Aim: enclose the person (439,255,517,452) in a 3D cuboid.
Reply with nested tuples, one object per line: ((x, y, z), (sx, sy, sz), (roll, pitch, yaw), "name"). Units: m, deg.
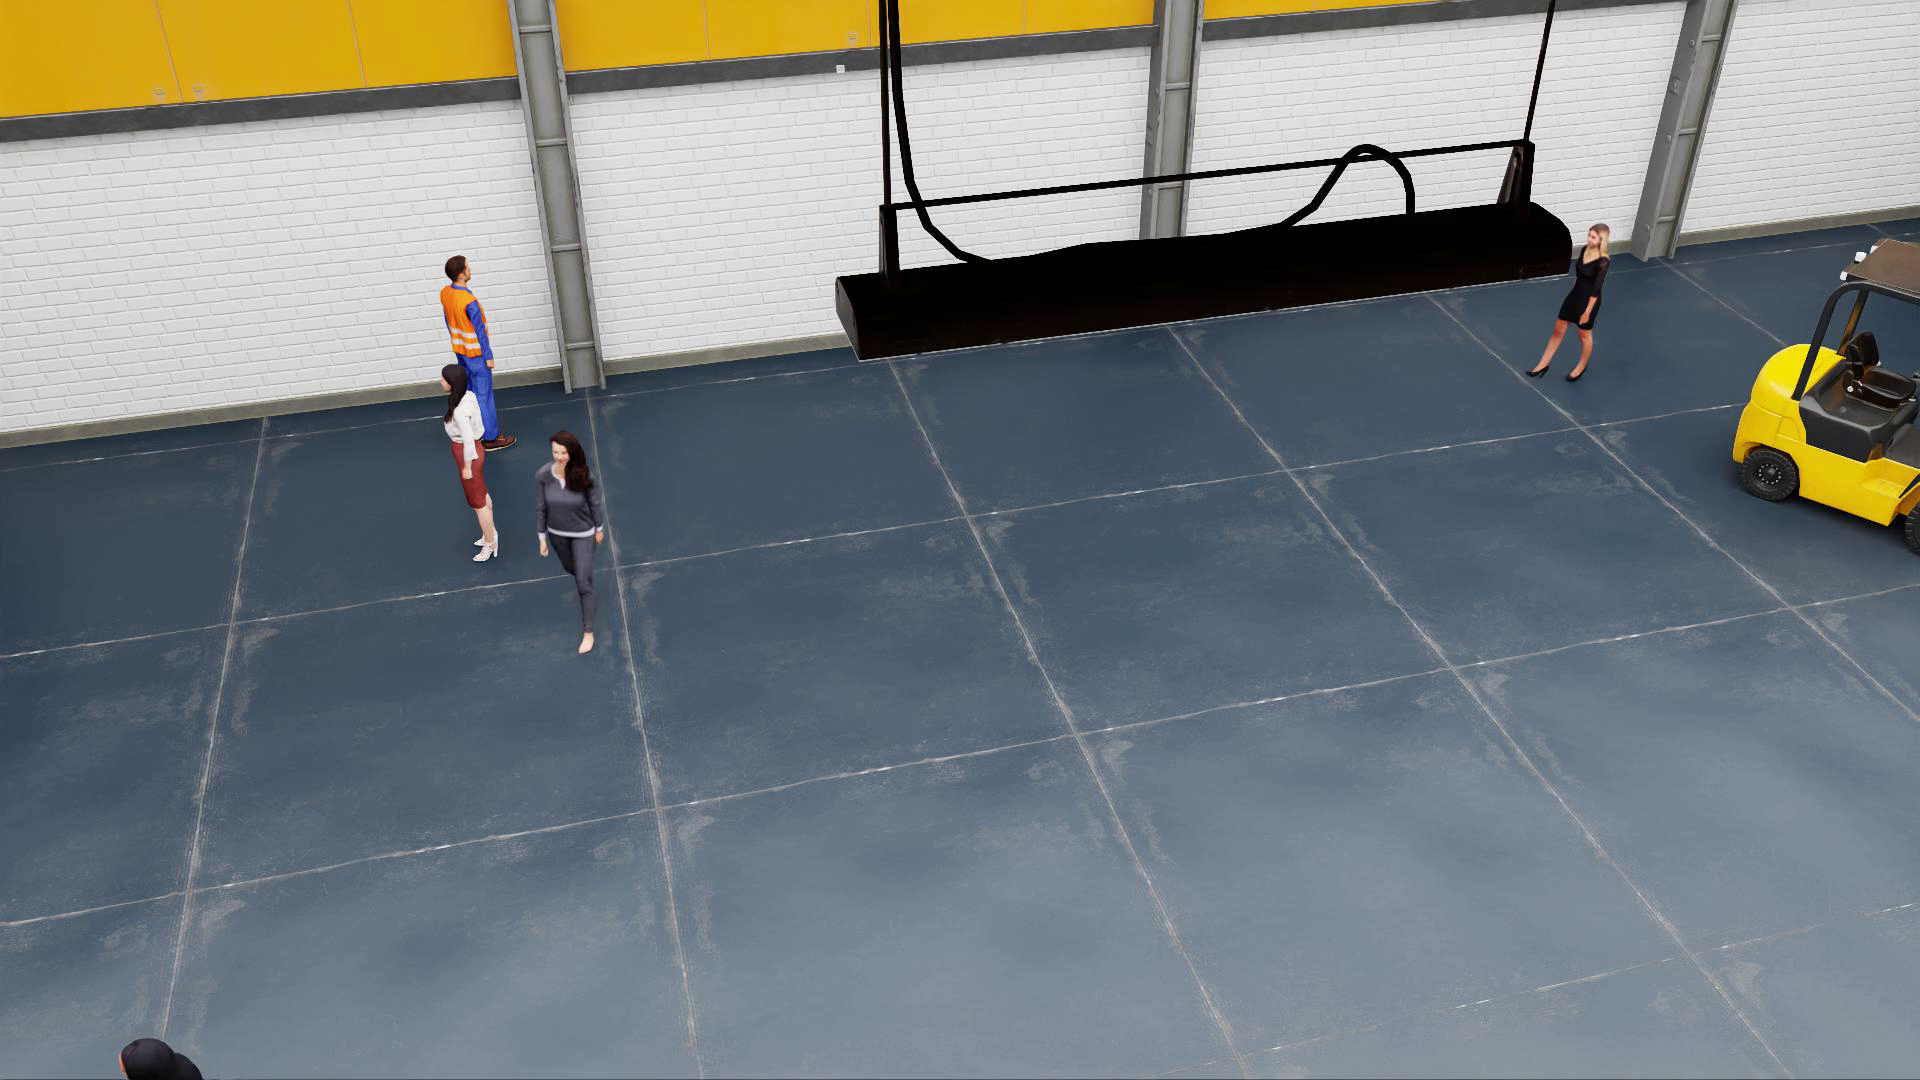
((-4.383, -1.684, 14.932), (0.788, 1.863, 0.807), (26, 42, 33), "person")

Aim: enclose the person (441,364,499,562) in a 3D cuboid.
((-3.961, -0.633, 13.453), (0.524, 1.751, 0.614), (-6, 34, -9), "person")

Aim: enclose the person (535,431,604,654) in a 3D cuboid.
((-2.941, -0.092, 12.656), (1.127, 1.733, 0.930), (2, 34, 3), "person")

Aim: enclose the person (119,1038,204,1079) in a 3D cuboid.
((-3.693, 2.987, 8.136), (1.053, 1.607, 0.744), (-2, 34, -3), "person")

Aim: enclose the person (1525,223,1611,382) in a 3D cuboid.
((6.061, -2.268, 15.997), (0.829, 1.657, 0.599), (-9, 35, -14), "person")
